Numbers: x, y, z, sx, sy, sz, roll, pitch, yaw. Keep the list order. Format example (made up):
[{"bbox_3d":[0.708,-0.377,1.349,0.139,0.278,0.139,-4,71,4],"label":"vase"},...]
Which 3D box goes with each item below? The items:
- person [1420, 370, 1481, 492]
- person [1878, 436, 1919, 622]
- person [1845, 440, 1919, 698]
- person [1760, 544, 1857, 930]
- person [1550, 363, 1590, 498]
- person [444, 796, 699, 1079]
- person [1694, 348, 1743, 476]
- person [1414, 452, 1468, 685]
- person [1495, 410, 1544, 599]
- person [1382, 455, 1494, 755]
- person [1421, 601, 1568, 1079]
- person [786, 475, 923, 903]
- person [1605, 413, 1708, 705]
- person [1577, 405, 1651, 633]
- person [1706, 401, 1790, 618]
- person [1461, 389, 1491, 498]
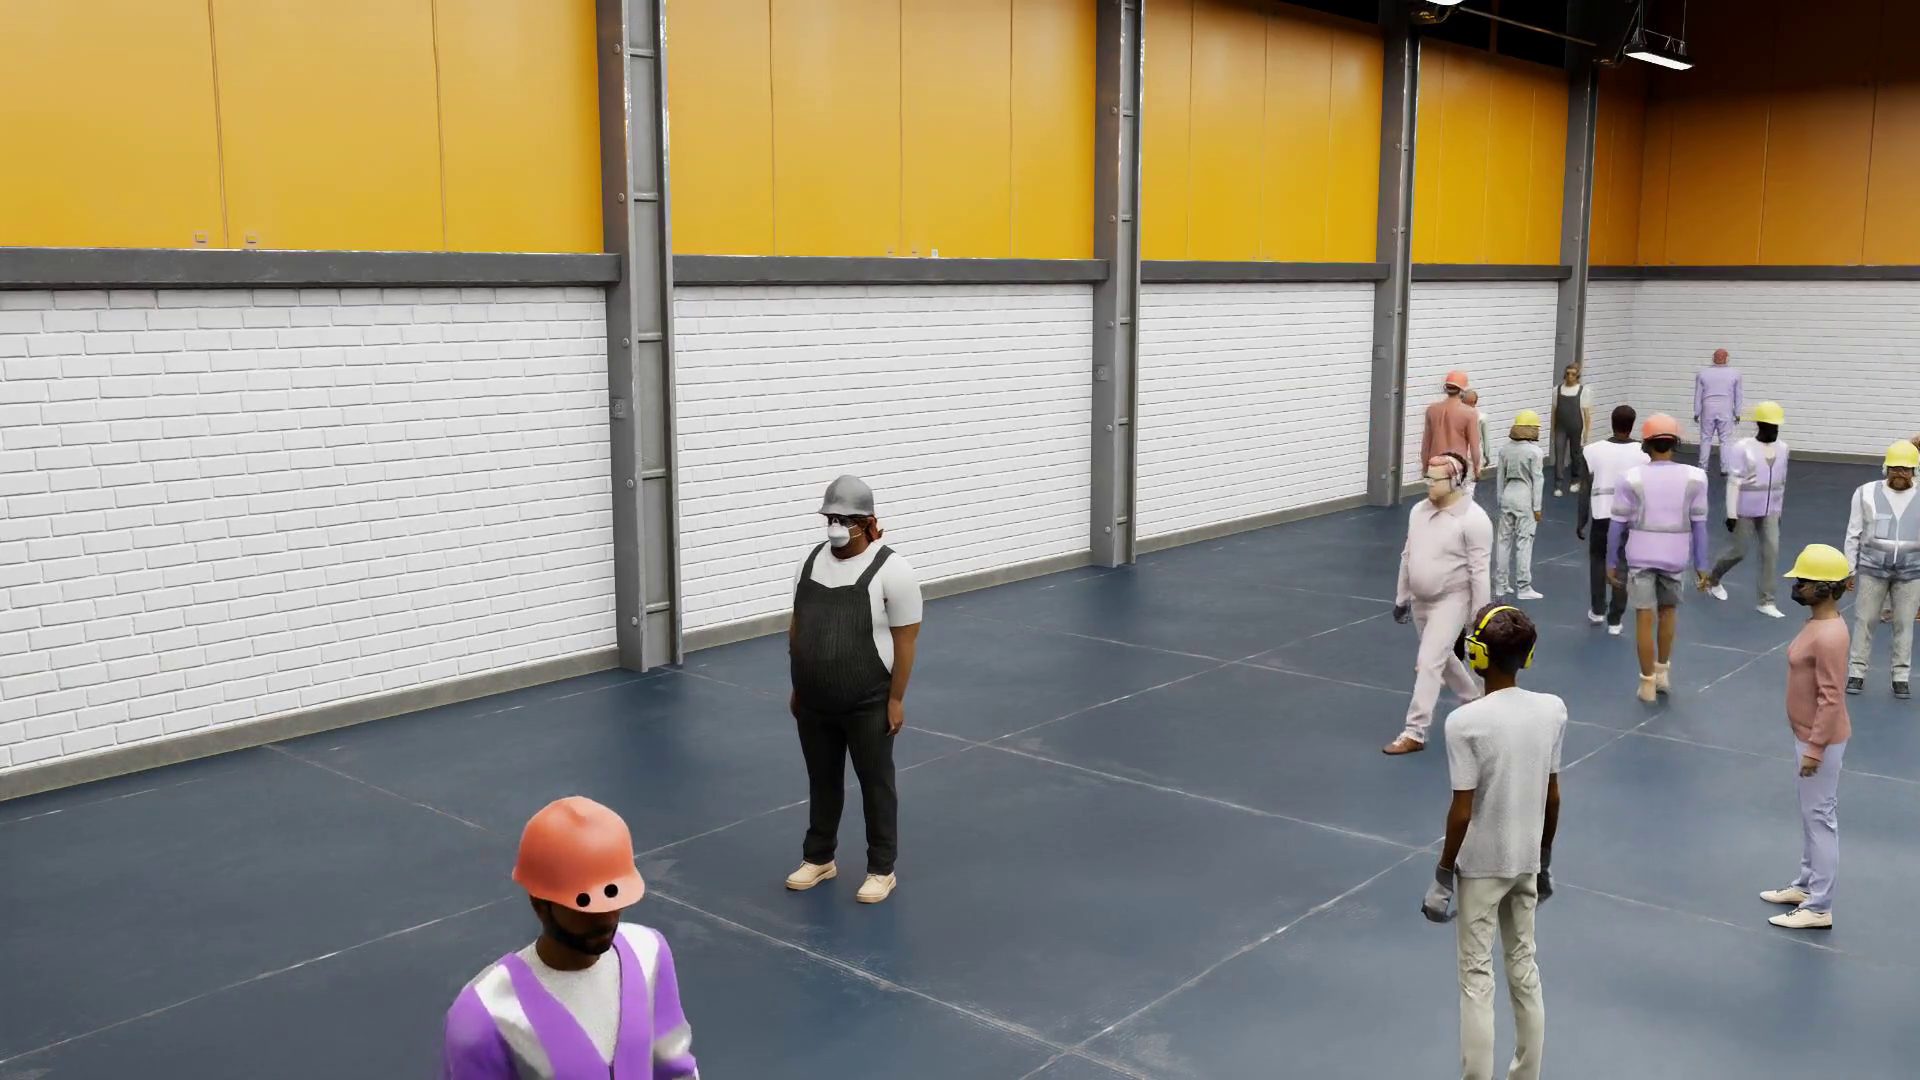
[{"bbox_3d":[5.215,-0.807,17.612,0.564,1.978,0.618,-7,11,-38],"label":"person"},{"bbox_3d":[8.160,-0.079,14.208,0.519,1.605,0.674,7,11,36],"label":"person"},{"bbox_3d":[6.569,0.206,11.728,0.600,1.827,0.404,4,10,25],"label":"person"},{"bbox_3d":[3.888,0.894,7.604,0.319,1.769,0.523,4,10,22],"label":"person"},{"bbox_3d":[8.270,-1.502,22.540,0.515,1.813,0.939,5,10,29],"label":"person"},{"bbox_3d":[-0.716,1.478,3.516,0.842,1.907,0.547,7,11,35],"label":"person"},{"bbox_3d":[11.260,-1.900,24.714,0.651,1.906,0.403,5,10,27],"label":"person"},{"bbox_3d":[3.566,0.202,12.168,0.316,1.696,0.540,-1,9,-6],"label":"person"},{"bbox_3d":[5.180,-0.330,15.366,0.312,1.741,0.487,-6,11,-32],"label":"person"},{"bbox_3d":[3.058,0.382,10.491,0.951,1.868,0.655,-4,10,-25],"label":"person"},{"bbox_3d":[1.839,1.137,5.751,0.518,1.874,0.327,-4,10,-23],"label":"person"},{"bbox_3d":[-0.555,0.705,7.932,0.684,2.000,0.538,5,10,27],"label":"person"},{"bbox_3d":[4.857,0.123,11.639,0.654,2.020,0.647,2,9,12],"label":"person"},{"bbox_3d":[5.545,-0.194,14.043,0.615,1.889,0.802,4,10,22],"label":"person"},{"bbox_3d":[6.986,-0.301,14.737,0.614,1.896,0.832,-2,9,-14],"label":"person"},{"bbox_3d":[6.059,-0.991,19.874,0.524,1.625,0.399,5,10,29],"label":"person"}]
